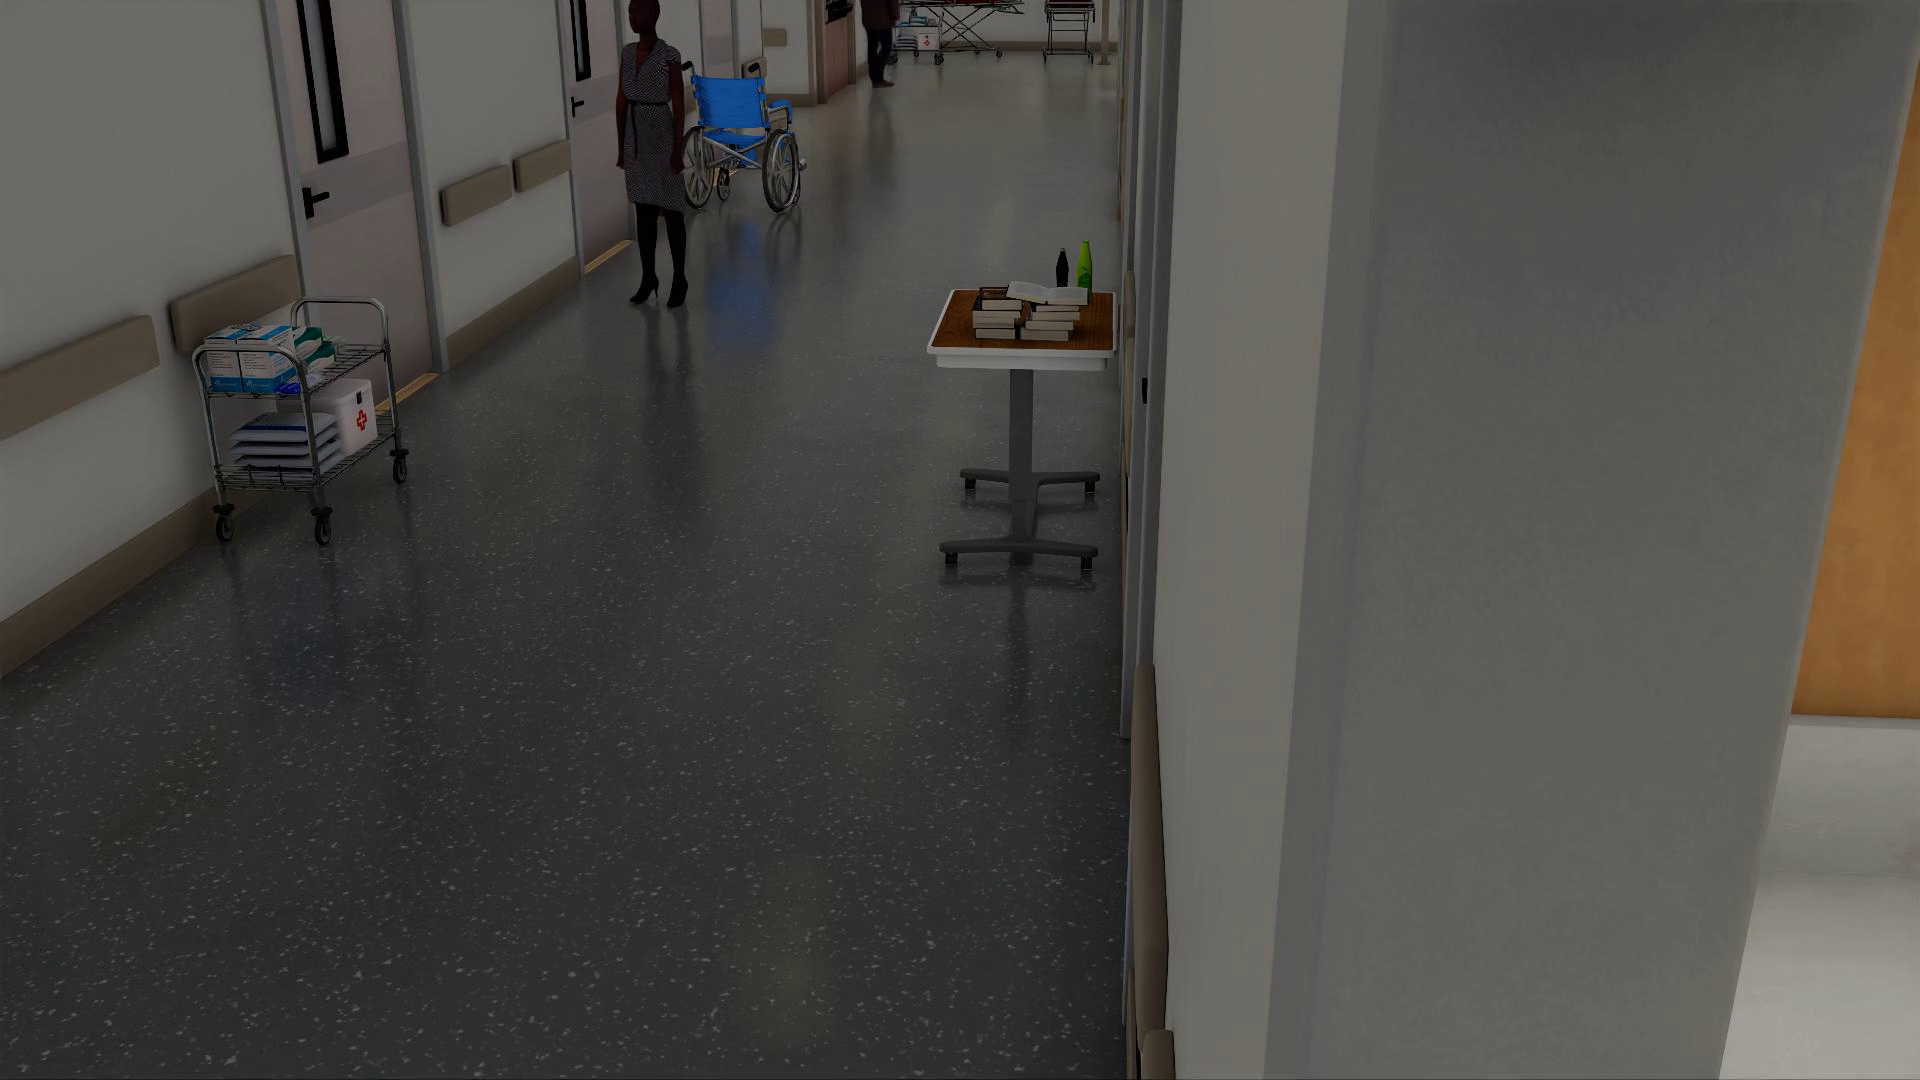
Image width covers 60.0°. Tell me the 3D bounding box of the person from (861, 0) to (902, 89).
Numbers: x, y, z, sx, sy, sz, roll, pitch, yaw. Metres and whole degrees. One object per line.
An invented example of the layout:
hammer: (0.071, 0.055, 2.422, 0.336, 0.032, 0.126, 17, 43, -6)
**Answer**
person: (-1.098, -6.890, 21.918, 0.884, 1.812, 0.887, 9, 23, 22)

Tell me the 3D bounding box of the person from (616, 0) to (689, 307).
person: (-1.799, -2.282, 9.785, 0.671, 1.789, 0.635, 9, 23, 23)
